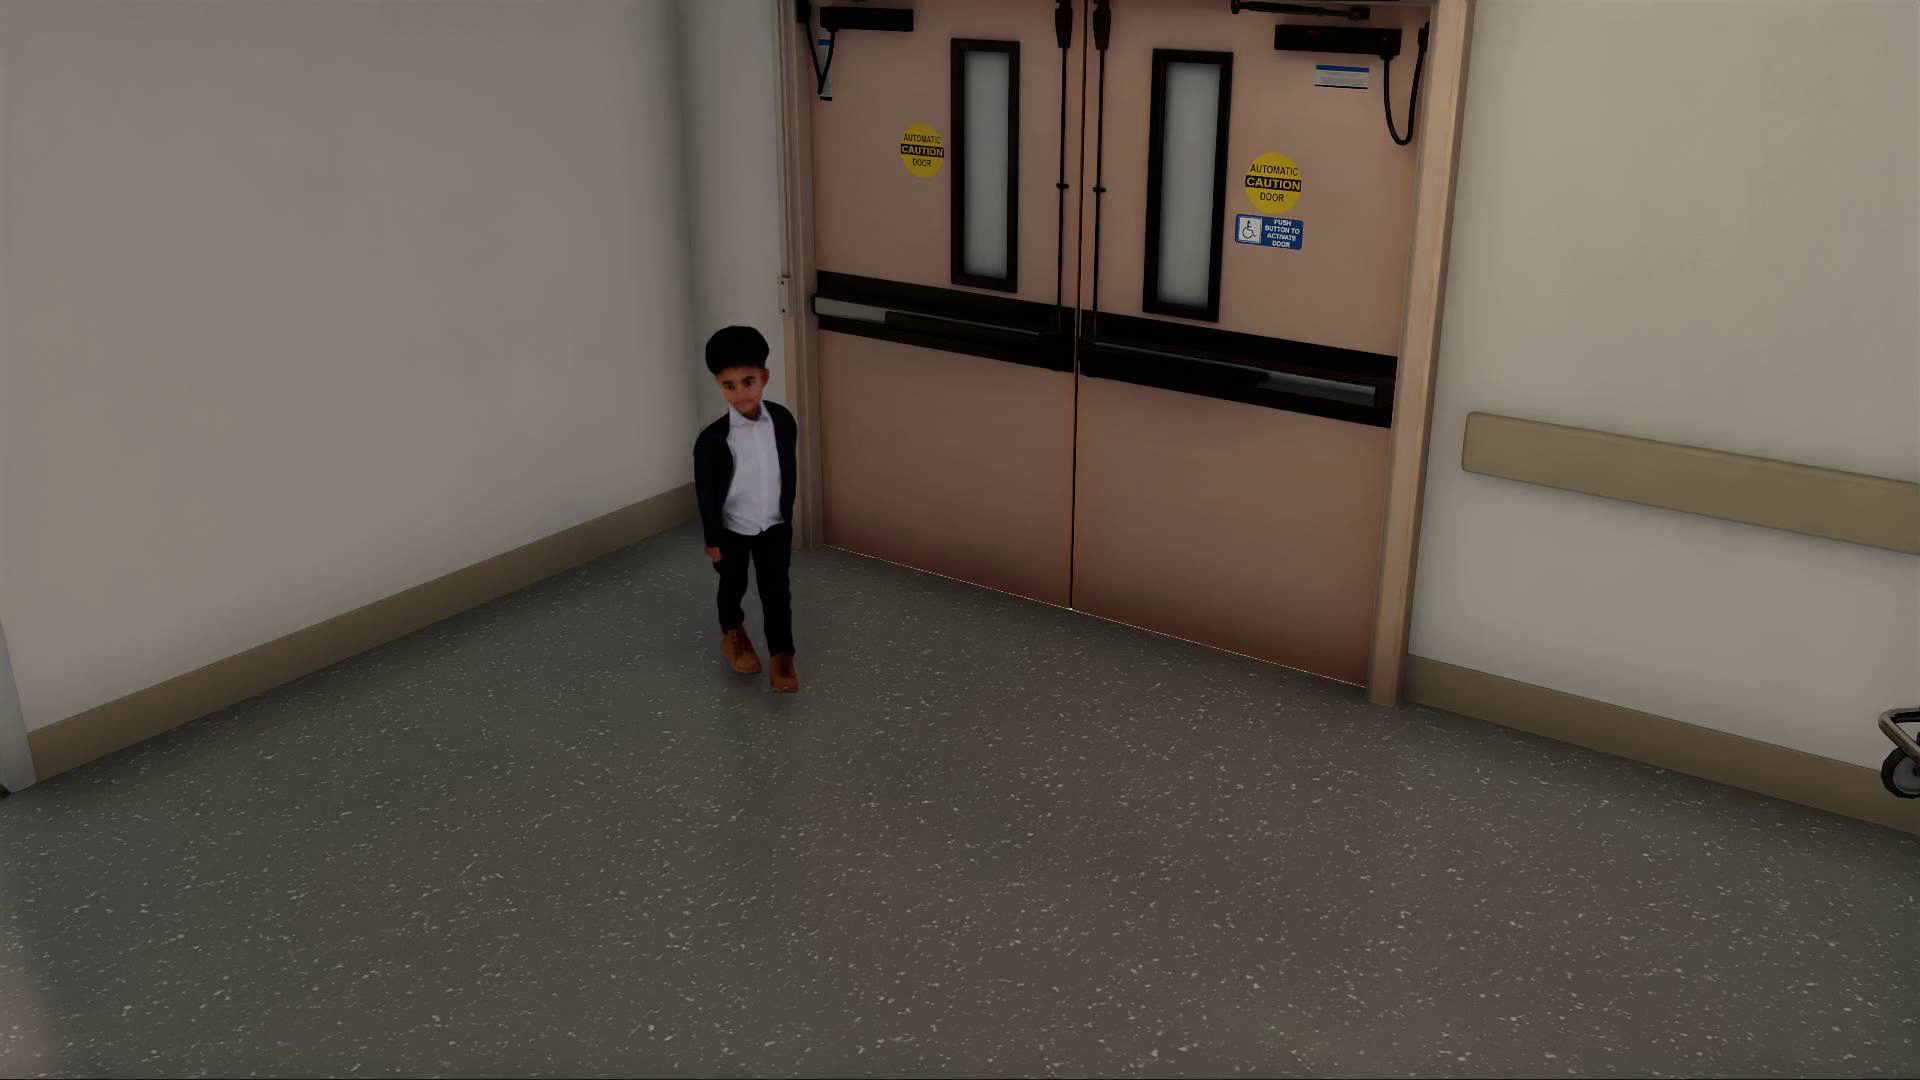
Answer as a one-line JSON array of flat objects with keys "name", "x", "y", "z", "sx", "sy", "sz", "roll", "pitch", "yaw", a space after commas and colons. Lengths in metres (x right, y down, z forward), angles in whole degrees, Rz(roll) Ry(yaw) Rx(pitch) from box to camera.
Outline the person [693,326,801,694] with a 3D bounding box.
[{"name": "person", "x": -0.693, "y": -0.116, "z": 5.358, "sx": 0.766, "sy": 1.203, "sz": 0.772, "roll": -11, "pitch": 24, "yaw": -28}]
